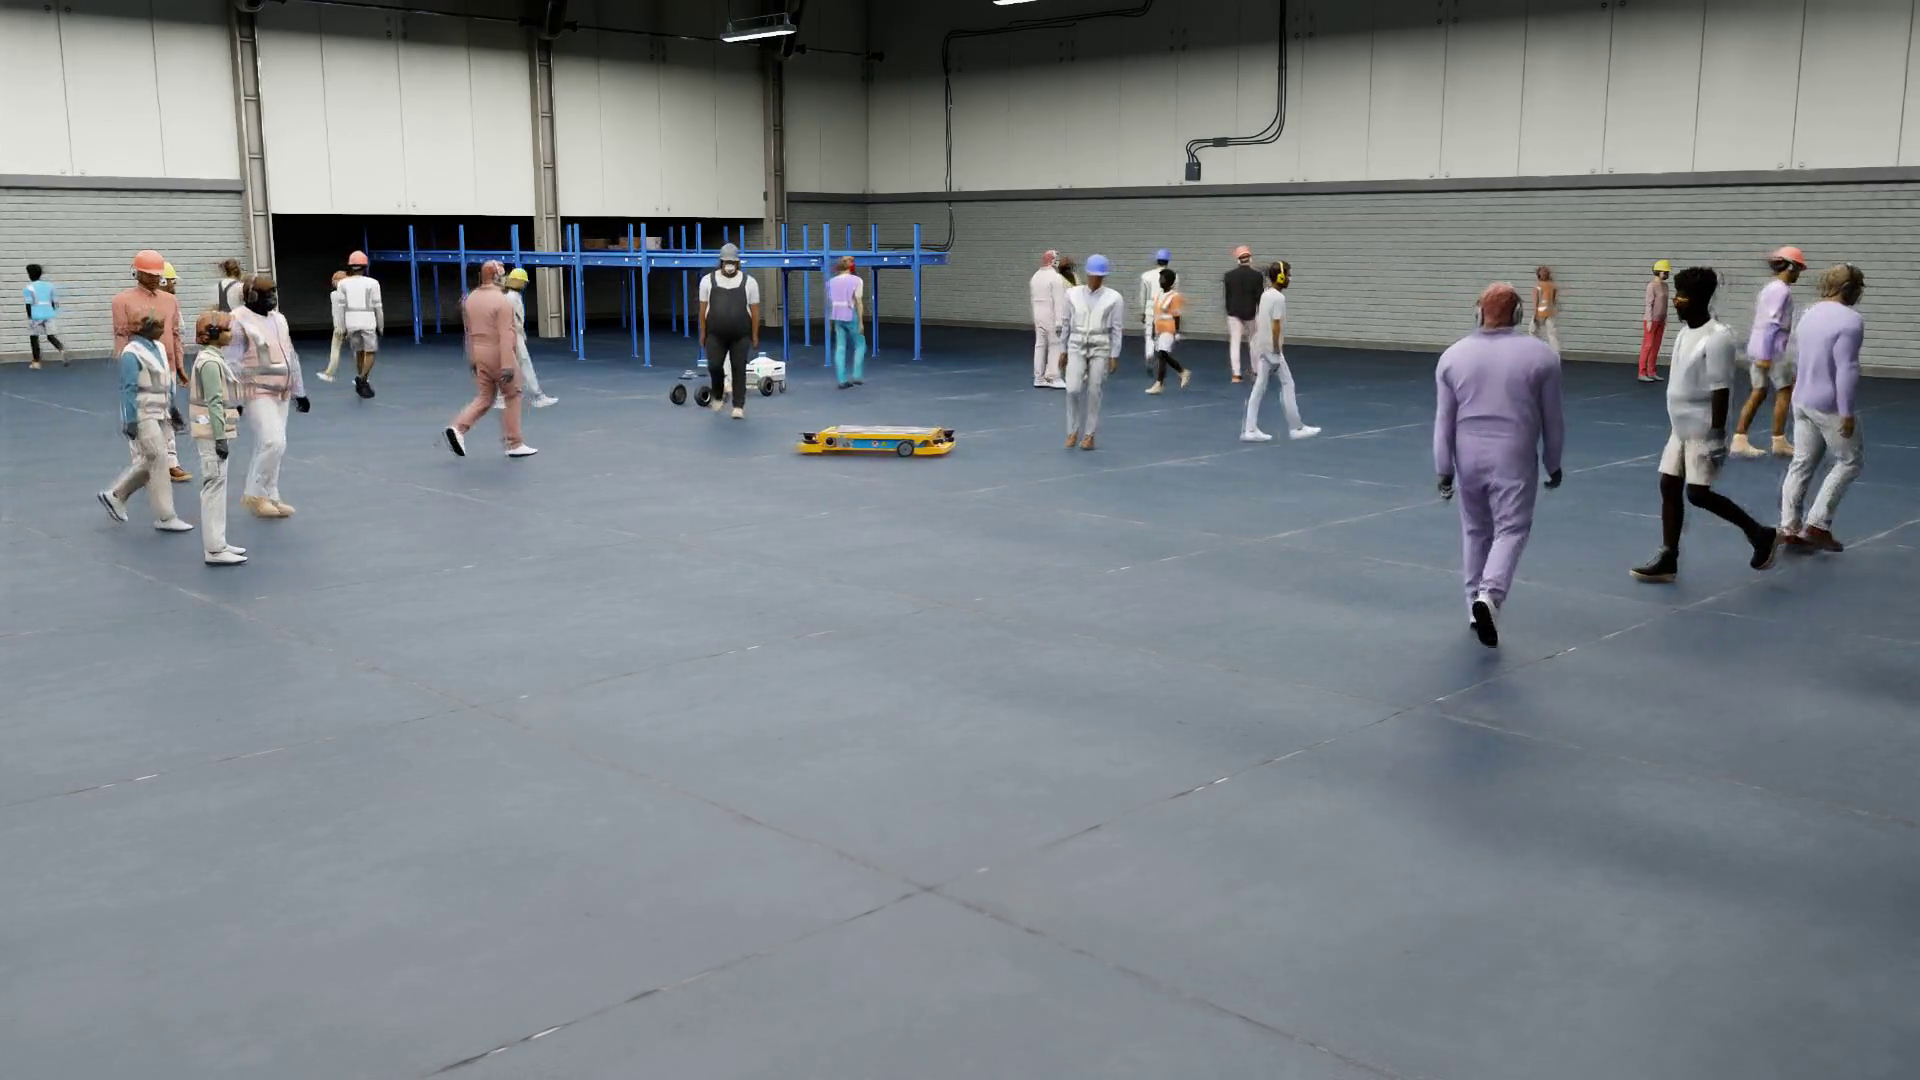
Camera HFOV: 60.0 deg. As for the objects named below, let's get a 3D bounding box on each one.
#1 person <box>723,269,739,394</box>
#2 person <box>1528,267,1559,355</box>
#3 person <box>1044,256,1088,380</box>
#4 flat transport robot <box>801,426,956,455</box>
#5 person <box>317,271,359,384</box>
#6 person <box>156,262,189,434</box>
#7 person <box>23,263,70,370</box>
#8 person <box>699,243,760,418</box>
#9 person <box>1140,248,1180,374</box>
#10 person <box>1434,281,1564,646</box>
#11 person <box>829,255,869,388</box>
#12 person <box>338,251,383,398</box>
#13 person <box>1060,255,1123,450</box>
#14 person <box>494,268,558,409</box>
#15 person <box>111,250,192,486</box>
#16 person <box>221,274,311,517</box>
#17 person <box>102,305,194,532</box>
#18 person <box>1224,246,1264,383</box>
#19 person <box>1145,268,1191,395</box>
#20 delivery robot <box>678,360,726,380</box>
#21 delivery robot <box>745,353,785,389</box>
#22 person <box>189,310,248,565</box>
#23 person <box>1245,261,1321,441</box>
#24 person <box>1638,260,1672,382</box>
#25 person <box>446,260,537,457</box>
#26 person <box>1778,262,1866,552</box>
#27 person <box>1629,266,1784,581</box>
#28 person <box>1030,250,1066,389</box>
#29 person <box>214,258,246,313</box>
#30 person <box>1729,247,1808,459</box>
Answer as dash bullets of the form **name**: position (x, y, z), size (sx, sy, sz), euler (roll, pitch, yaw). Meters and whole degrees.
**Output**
- **person**: position (-3.111, -2.911, 22.483), size (0.430, 1.836, 0.618), euler (3, 11, 15)
- **person**: position (9.608, -3.691, 27.388), size (0.509, 1.598, 0.875), euler (-3, 11, -17)
- **person**: position (1.540, -3.224, 24.257), size (0.489, 1.808, 0.733), euler (9, 14, 40)
- **flat transport robot**: position (-0.795, -0.989, 16.365), size (1.431, 0.197, 0.652), euler (2, 10, 8)
- **person**: position (-8.829, -3.028, 23.737), size (0.835, 1.586, 0.528), euler (5, 12, 25)
- **person**: position (-8.525, -2.060, 17.866), size (0.403, 1.823, 0.603), euler (-6, 12, -31)
- **person**: position (-14.443, -3.522, 26.216), size (0.685, 1.675, 0.538), euler (6, 12, 29)
- **person**: position (-2.663, -2.410, 19.284), size (0.707, 2.000, 0.536), euler (-1, 10, -7)
- **person**: position (3.014, -3.445, 25.168), size (0.600, 1.916, 0.829), euler (2, 11, 11)
- **person**: position (2.789, -0.409, 8.710), size (0.631, 1.879, 0.858), euler (7, 13, 34)
- **person**: position (-1.511, -3.050, 23.237), size (0.605, 1.822, 0.668), euler (7, 12, 32)
- **person**: position (-7.782, -2.789, 21.585), size (0.551, 1.916, 0.747), euler (0, 10, -2)
- **person**: position (1.276, -1.830, 16.336), size (0.623, 1.915, 0.641), euler (2, 11, 11)
- **person**: position (-5.341, -2.456, 20.325), size (0.860, 1.693, 0.500), euler (-3, 11, -15)
- **person**: position (-6.895, -1.474, 14.217), size (0.393, 1.986, 0.610), euler (6, 12, 30)
- **person**: position (-5.206, -1.078, 12.489), size (0.455, 1.822, 0.629), euler (2, 11, 9)
- **person**: position (-5.900, -0.876, 11.963), size (0.665, 1.616, 0.529), euler (-1, 10, -4)
- **person**: position (4.155, -3.279, 24.166), size (0.634, 1.934, 0.970), euler (5, 12, 26)
- **person**: position (2.814, -2.808, 22.314), size (0.703, 1.677, 0.539), euler (-4, 11, -23)
- **delivery robot**: position (-3.261, -2.162, 21.025), size (0.335, 0.223, 0.698), euler (7, 12, 32)
- **delivery robot**: position (-2.650, -2.271, 22.328), size (0.477, 0.478, 0.707), euler (5, 12, 26)
- **person**: position (-4.821, -0.667, 10.793), size (0.318, 1.631, 0.514), euler (-5, 11, -24)
- **person**: position (3.346, -1.942, 17.171), size (0.887, 1.833, 0.560), euler (-2, 11, -13)
- **person**: position (10.121, -3.180, 24.147), size (0.518, 1.757, 0.338), euler (-9, 14, -41)
- **person**: position (-4.487, -1.712, 15.818), size (0.652, 1.884, 0.797), euler (8, 13, 38)
- **person**: position (5.741, -0.862, 11.027), size (0.499, 1.927, 0.674), euler (-1, 10, -5)
- **person**: position (4.580, -0.693, 10.112), size (0.792, 1.934, 0.621), euler (0, 10, 0)
- **person**: position (1.254, -3.058, 23.075), size (0.403, 1.904, 0.652), euler (-7, 12, -33)
- **person**: position (-9.096, -2.656, 21.100), size (0.538, 1.817, 0.803), euler (5, 12, 26)
- **person**: position (7.741, -1.769, 15.789), size (0.750, 1.994, 0.645), euler (2, 11, 13)
